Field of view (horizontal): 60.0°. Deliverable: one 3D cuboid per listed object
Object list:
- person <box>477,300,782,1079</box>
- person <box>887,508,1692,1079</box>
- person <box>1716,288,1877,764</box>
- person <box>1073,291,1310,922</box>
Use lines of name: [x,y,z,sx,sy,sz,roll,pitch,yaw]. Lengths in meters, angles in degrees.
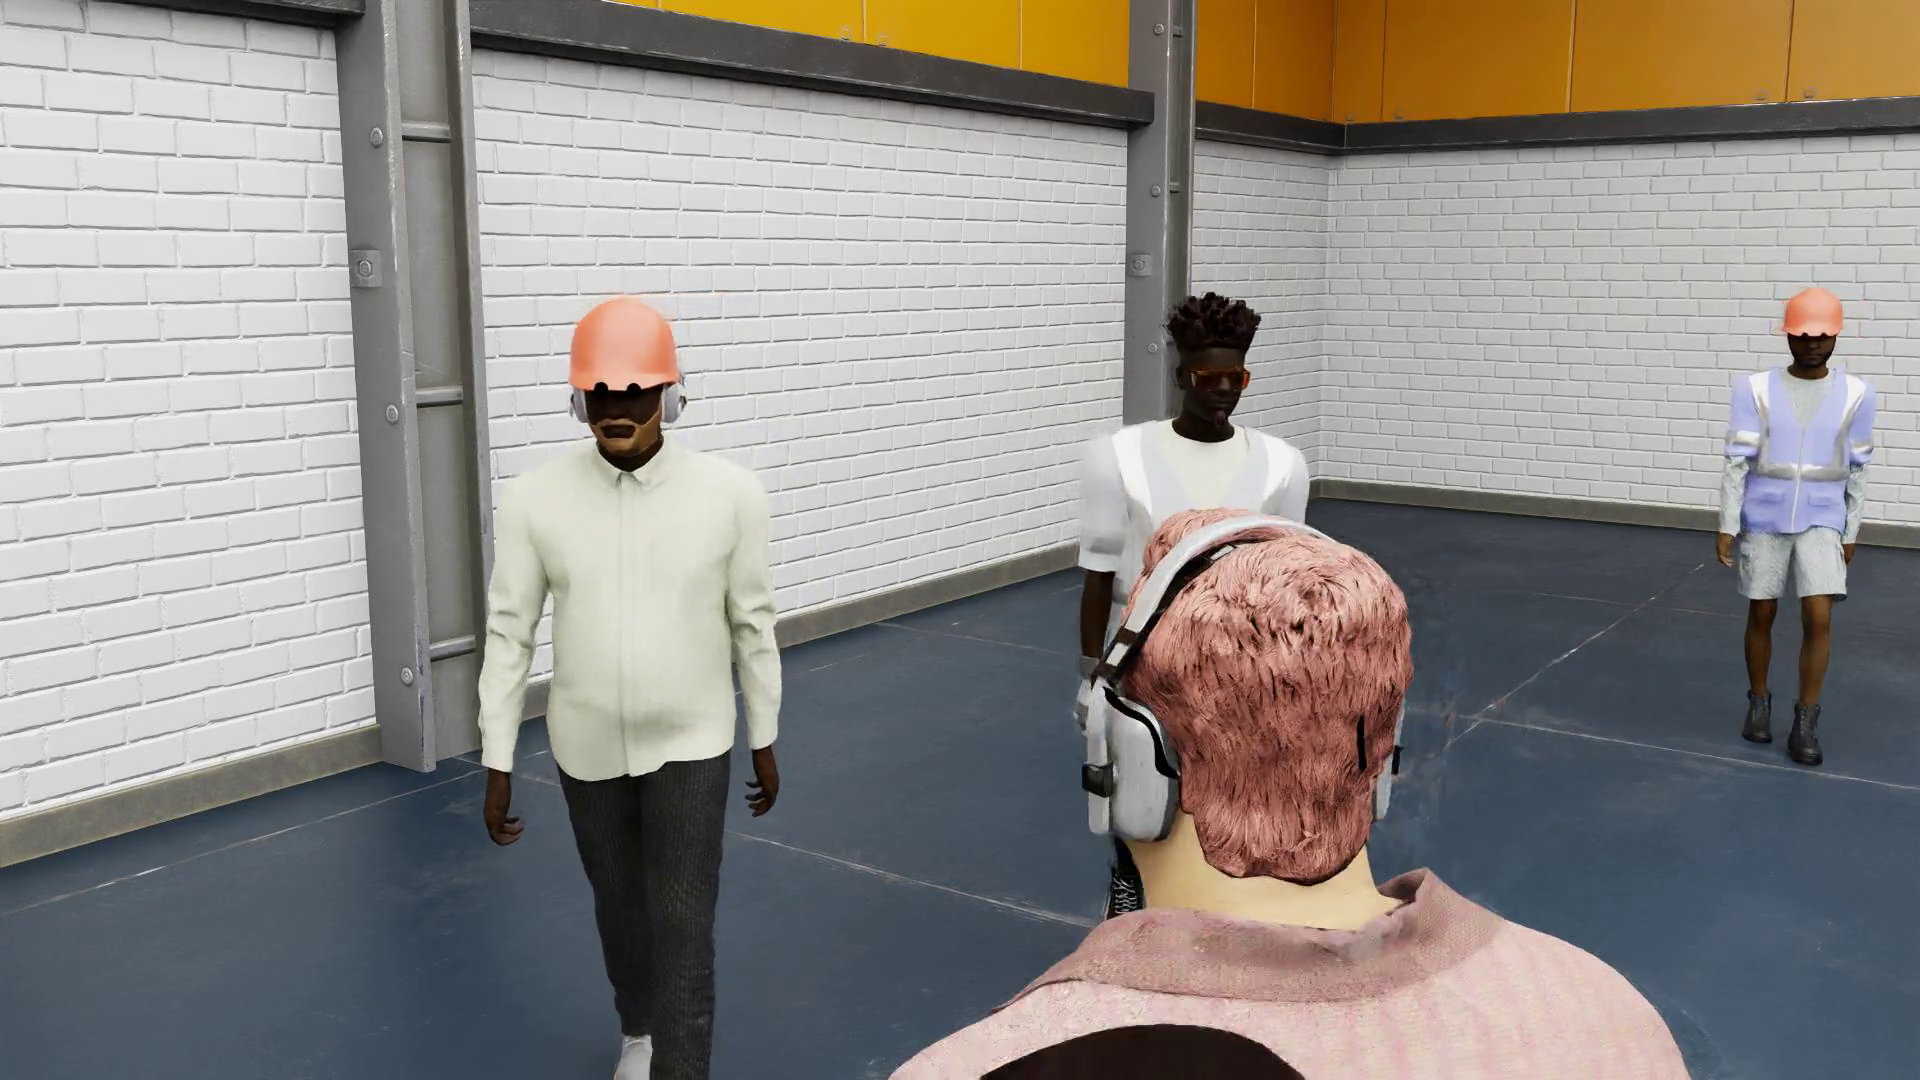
person: [-0.731,0.447,3.688,0.654,1.933,1.046,0,10,-3]
person: [0.221,0.906,1.215,0.660,1.859,1.010,-3,10,-15]
person: [3.390,-0.057,6.774,0.565,1.911,0.758,4,10,23]
person: [0.597,0.324,4.381,0.629,1.951,0.612,-1,10,-5]
